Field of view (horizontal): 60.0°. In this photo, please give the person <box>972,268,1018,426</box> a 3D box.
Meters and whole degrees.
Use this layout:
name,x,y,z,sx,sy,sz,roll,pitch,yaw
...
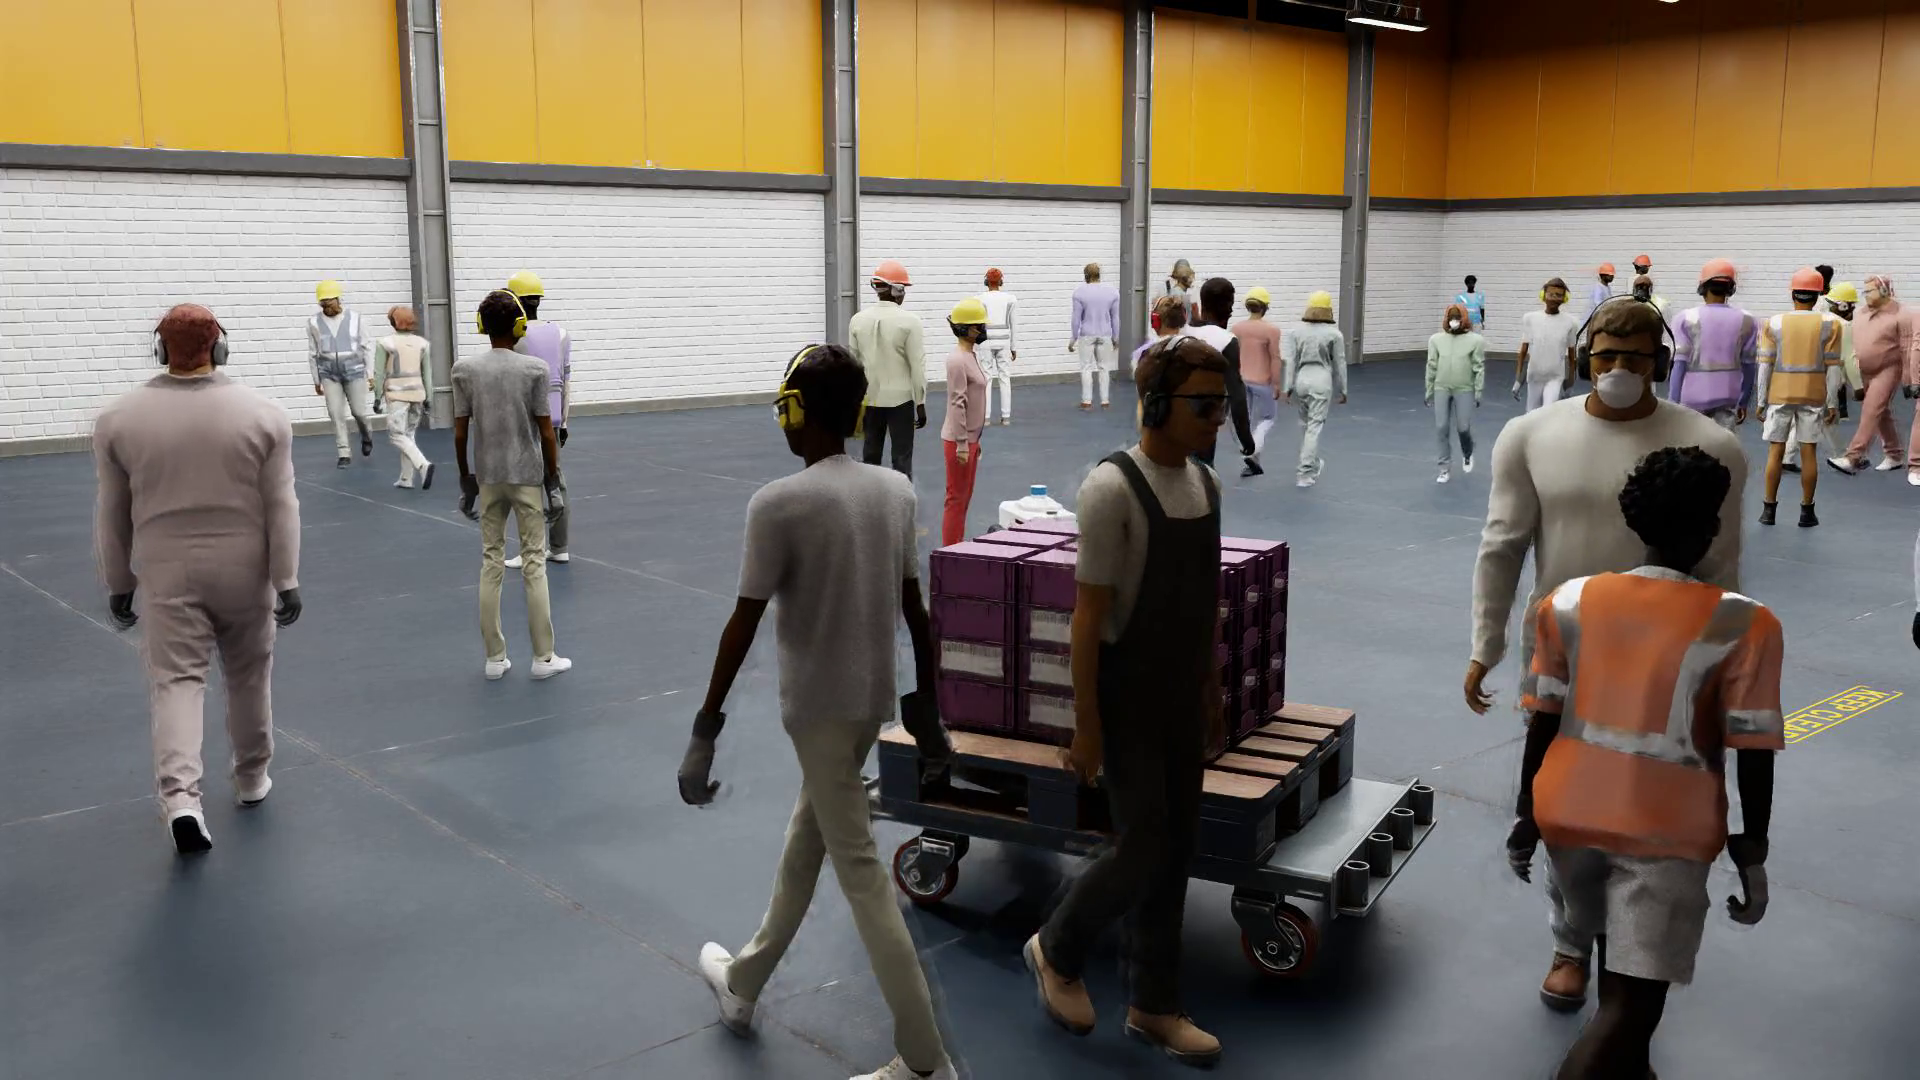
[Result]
name,x,y,z,sx,sy,sz,roll,pitch,yaw
person,0.404,-2.307,19.906,0.587,1.882,0.341,-3,10,-15

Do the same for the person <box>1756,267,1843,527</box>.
name,x,y,z,sx,sy,sz,roll,pitch,yaw
person,6.273,-1.064,12.469,0.551,1.936,0.356,5,11,26

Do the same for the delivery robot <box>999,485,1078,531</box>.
name,x,y,z,sx,sy,sz,roll,pitch,yaw
delivery robot,0.502,-0.108,10.640,0.477,0.478,0.707,-3,10,-16

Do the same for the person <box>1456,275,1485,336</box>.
name,x,y,z,sx,sy,sz,roll,pitch,yaw
person,9.169,-3.928,29.952,0.551,1.684,0.480,0,10,-2

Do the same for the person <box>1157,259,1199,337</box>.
name,x,y,z,sx,sy,sz,roll,pitch,yaw
person,3.431,-3.431,26.028,1.041,2.000,0.700,-9,13,-41

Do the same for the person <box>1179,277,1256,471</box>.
name,x,y,z,sx,sy,sz,roll,pitch,yaw
person,1.548,-0.688,10.408,0.724,1.887,0.603,-5,11,-27

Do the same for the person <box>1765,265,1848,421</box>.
name,x,y,z,sx,sy,sz,roll,pitch,yaw
person,10.505,-2.408,20.420,1.005,1.904,0.610,0,10,2

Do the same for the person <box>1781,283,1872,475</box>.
name,x,y,z,sx,sy,sz,roll,pitch,yaw
person,8.023,-1.477,15.378,0.944,1.776,0.621,1,10,4

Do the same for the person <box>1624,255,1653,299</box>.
name,x,y,z,sx,sy,sz,roll,pitch,yaw
person,11.759,-3.909,28.817,0.372,2.042,0.615,-2,10,-10

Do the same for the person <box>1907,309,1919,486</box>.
name,x,y,z,sx,sy,sz,roll,pitch,yaw
person,8.686,-1.414,14.613,0.648,1.907,0.401,0,10,-3

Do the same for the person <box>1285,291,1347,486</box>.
name,x,y,z,sx,sy,sz,roll,pitch,yaw
person,3.208,-1.353,14.833,0.511,1.697,0.876,6,12,33

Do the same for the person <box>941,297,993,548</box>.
name,x,y,z,sx,sy,sz,roll,pitch,yaw
person,0.046,-0.612,10.321,0.316,1.769,0.523,1,10,9

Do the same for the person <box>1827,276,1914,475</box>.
name,x,y,z,sx,sy,sz,roll,pitch,yaw
person,8.507,-1.527,15.483,1.068,1.837,0.646,-4,10,-20

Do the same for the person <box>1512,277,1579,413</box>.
name,x,y,z,sx,sy,sz,roll,pitch,yaw
person,5.307,-1.457,15.062,0.523,1.844,0.800,5,11,29

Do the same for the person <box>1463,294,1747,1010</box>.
name,x,y,z,sx,sy,sz,roll,pitch,yaw
person,1.675,0.323,4.390,0.640,1.920,0.500,6,11,32

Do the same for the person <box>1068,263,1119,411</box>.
name,x,y,z,sx,sy,sz,roll,pitch,yaw
person,1.760,-2.640,21.735,0.672,1.925,0.415,-2,10,-14

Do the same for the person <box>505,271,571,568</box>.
name,x,y,z,sx,sy,sz,roll,pitch,yaw
person,-2.772,-0.771,10.783,0.362,1.928,0.587,6,12,32

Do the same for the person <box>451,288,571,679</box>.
name,x,y,z,sx,sy,sz,roll,pitch,yaw
person,-2.149,-0.257,7.957,0.517,1.869,0.328,1,10,5

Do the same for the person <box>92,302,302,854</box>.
name,x,y,z,sx,sy,sz,roll,pitch,yaw
person,-2.639,0.114,5.790,0.653,1.874,0.927,-3,10,-19

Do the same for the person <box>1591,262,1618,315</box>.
name,x,y,z,sx,sy,sz,roll,pitch,yaw
person,10.367,-3.524,26.927,0.483,1.918,0.564,7,12,36

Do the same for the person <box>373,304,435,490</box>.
name,x,y,z,sx,sy,sz,roll,pitch,yaw
person,-4.734,-1.211,14.276,0.678,1.613,0.512,7,12,36

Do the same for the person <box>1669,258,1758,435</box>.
name,x,y,z,sx,sy,sz,roll,pitch,yaw
person,5.447,-1.040,12.161,0.629,1.994,1.006,1,10,7

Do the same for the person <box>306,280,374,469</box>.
name,x,y,z,sx,sy,sz,roll,pitch,yaw
person,-5.948,-1.601,16.038,0.620,1.801,0.655,-2,10,-9

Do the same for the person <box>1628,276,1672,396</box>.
name,x,y,z,sx,sy,sz,roll,pitch,yaw
person,7.926,-2.166,19.369,0.627,1.795,0.977,5,11,26

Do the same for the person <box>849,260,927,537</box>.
name,x,y,z,sx,sy,sz,roll,pitch,yaw
person,-0.506,-1.006,11.969,0.623,1.990,0.393,5,11,27

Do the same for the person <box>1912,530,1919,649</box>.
name,x,y,z,sx,sy,sz,roll,pitch,yaw
person,3.371,0.229,5.244,0.642,1.821,0.561,9,13,43

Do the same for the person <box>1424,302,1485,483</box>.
name,x,y,z,sx,sy,sz,roll,pitch,yaw
person,4.450,-1.329,14.963,0.505,1.617,0.472,5,11,27

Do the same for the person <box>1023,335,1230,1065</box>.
name,x,y,z,sx,sy,sz,roll,pitch,yaw
person,0.450,0.408,4.155,0.436,1.830,0.529,9,13,42

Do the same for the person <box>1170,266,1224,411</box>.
name,x,y,z,sx,sy,sz,roll,pitch,yaw
person,2.798,-2.409,20.481,0.983,1.893,0.656,2,10,13

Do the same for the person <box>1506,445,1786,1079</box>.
name,x,y,z,sx,sy,sz,roll,pitch,yaw
person,1.379,0.623,3.489,0.941,1.638,0.541,-8,13,-41

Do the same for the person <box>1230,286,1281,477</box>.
name,x,y,z,sx,sy,sz,roll,pitch,yaw
person,2.686,-1.438,15.188,0.536,1.751,0.374,7,12,34

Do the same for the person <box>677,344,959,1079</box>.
name,x,y,z,sx,sy,sz,roll,pitch,yaw
person,-0.369,0.441,4.054,0.980,1.798,0.663,8,13,40

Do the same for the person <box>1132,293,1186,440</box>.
name,x,y,z,sx,sy,sz,roll,pitch,yaw
person,1.337,-0.623,10.315,0.554,1.800,0.974,-3,10,-15
